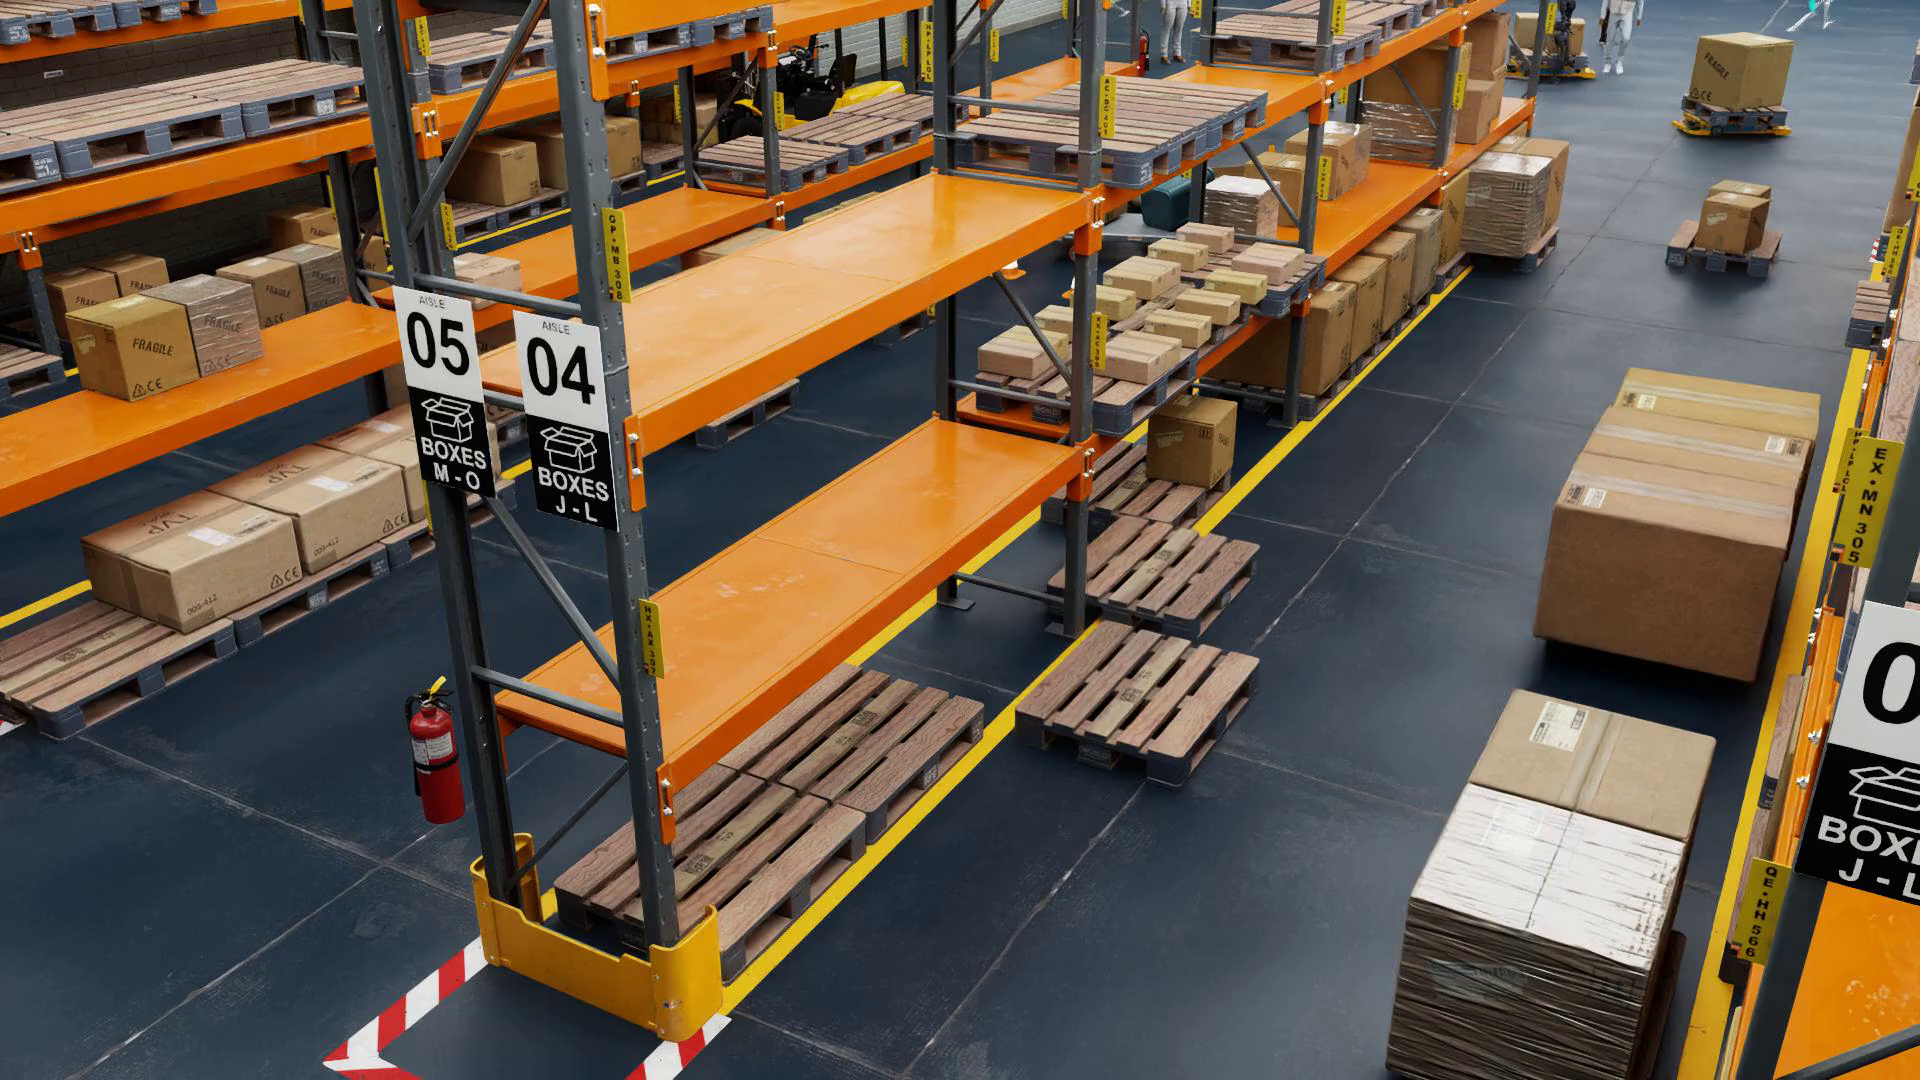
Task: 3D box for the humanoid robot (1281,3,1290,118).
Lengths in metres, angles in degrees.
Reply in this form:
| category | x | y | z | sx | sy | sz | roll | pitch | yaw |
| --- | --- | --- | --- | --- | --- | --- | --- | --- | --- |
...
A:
| category | x | y | z | sx | sy | sz | roll | pitch | yaw |
| --- | --- | --- | --- | --- | --- | --- | --- | --- | --- |
| humanoid robot | 4.637 | -6.978 | 24.220 | 0.589 | 1.637 | 0.399 | -1 | 26 | -3 |

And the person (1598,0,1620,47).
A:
| category | x | y | z | sx | sy | sz | roll | pitch | yaw |
| --- | --- | --- | --- | --- | --- | --- | --- | --- | --- |
| person | 11.874 | -9.945 | 30.051 | 0.363 | 1.965 | 0.610 | 1 | 26 | 2 |

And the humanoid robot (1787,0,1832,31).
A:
| category | x | y | z | sx | sy | sz | roll | pitch | yaw |
| --- | --- | --- | --- | --- | --- | --- | --- | --- | --- |
| humanoid robot | 16.345 | -10.504 | 31.537 | 1.015 | 1.783 | 0.530 | 1 | 26 | 3 |

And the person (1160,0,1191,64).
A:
| category | x | y | z | sx | sy | sz | roll | pitch | yaw |
| --- | --- | --- | --- | --- | --- | --- | --- | --- | --- |
| person | 3.688 | -9.149 | 28.429 | 0.626 | 1.940 | 0.373 | -11 | 28 | -22 |

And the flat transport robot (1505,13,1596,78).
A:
| category | x | y | z | sx | sy | sz | roll | pitch | yaw |
| --- | --- | --- | --- | --- | --- | --- | --- | --- | --- |
| flat transport robot | 9.740 | -7.829 | 27.611 | 1.431 | 0.231 | 0.659 | 2 | 26 | 5 |

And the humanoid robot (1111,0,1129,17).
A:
| category | x | y | z | sx | sy | sz | roll | pitch | yaw |
| --- | --- | --- | --- | --- | --- | --- | --- | --- | --- |
| humanoid robot | 2.978 | -11.020 | 32.561 | 1.040 | 1.732 | 0.559 | -23 | 34 | -39 |

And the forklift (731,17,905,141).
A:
| category | x | y | z | sx | sy | sz | roll | pitch | yaw |
| --- | --- | --- | --- | --- | --- | --- | --- | --- | --- |
| forklift | -1.819 | -5.975 | 21.543 | 2.313 | 2.155 | 1.214 | 14 | 29 | 26 |

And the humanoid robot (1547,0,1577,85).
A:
| category | x | y | z | sx | sy | sz | roll | pitch | yaw |
| --- | --- | --- | --- | --- | --- | --- | --- | --- | --- |
| humanoid robot | 9.706 | -8.176 | 26.702 | 0.339 | 1.655 | 0.589 | 13 | 29 | 25 |

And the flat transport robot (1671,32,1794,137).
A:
| category | x | y | z | sx | sy | sz | roll | pitch | yaw |
| --- | --- | --- | --- | --- | --- | --- | --- | --- | --- |
| flat transport robot | 10.941 | -5.894 | 23.588 | 1.431 | 0.231 | 0.659 | 0 | 26 | 0 |

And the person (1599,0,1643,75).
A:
| category | x | y | z | sx | sy | sz | roll | pitch | yaw |
| --- | --- | --- | --- | --- | --- | --- | --- | --- | --- |
| person | 10.913 | -8.655 | 27.453 | 0.617 | 1.892 | 0.619 | 10 | 28 | 20 |

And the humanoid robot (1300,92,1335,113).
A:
| category | x | y | z | sx | sy | sz | roll | pitch | yaw |
| --- | --- | --- | --- | --- | --- | --- | --- | --- | --- |
| humanoid robot | 5.361 | -7.141 | 24.590 | 0.610 | 1.627 | 0.702 | 18 | 31 | 33 |
